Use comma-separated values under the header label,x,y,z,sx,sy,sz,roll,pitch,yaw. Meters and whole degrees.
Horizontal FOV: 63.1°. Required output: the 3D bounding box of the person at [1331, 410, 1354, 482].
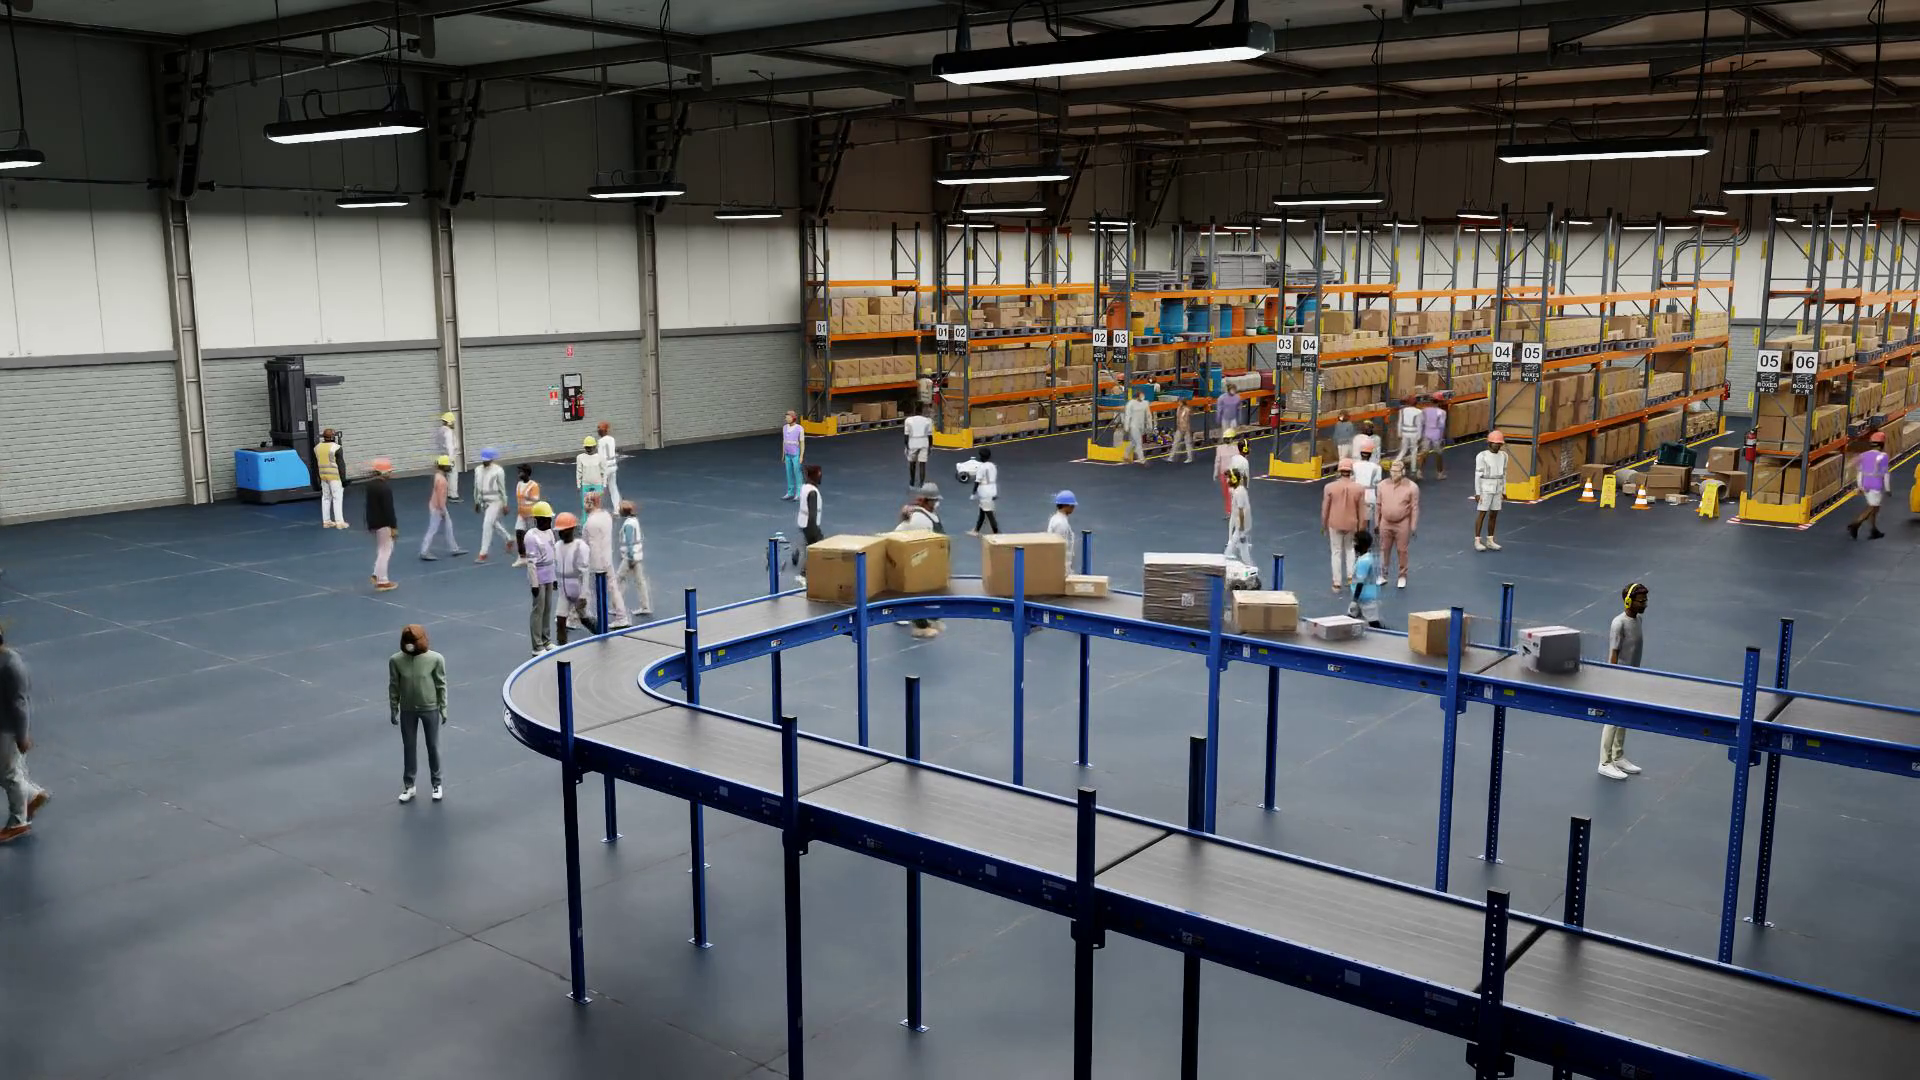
label,x,y,z,sx,sy,sz,roll,pitch,yaw
person,8.379,-2.068,34.551,0.719,1.606,0.525,-6,12,-31

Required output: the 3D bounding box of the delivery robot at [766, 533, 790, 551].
label,x,y,z,sx,sy,sz,roll,pitch,yaw
delivery robot,-2.889,-0.001,25.034,0.335,0.223,0.698,1,10,7

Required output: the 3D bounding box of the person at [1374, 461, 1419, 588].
label,x,y,z,sx,sy,sz,roll,pitch,yaw
person,6.517,-0.240,23.452,0.651,1.906,0.403,6,12,31

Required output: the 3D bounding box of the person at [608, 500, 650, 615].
label,x,y,z,sx,sy,sz,roll,pitch,yaw
person,-4.634,0.252,21.500,0.752,1.615,0.525,0,10,0

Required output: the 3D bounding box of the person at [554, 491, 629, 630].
label,x,y,z,sx,sy,sz,roll,pitch,yaw
person,-4.852,0.276,20.705,0.963,1.867,0.655,2,10,9

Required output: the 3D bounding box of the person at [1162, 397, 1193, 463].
label,x,y,z,sx,sy,sz,roll,pitch,yaw
person,5.300,-2.638,37.775,0.829,1.598,0.536,-5,11,-25

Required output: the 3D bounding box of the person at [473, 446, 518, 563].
label,x,y,z,sx,sy,sz,roll,pitch,yaw
person,-7.640,-0.623,25.638,0.615,1.904,0.927,6,12,29

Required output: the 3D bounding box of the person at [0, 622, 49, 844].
label,x,y,z,sx,sy,sz,roll,pitch,yaw
person,-8.021,1.580,13.150,0.653,1.925,0.482,6,12,31

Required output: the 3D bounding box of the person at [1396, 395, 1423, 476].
label,x,y,z,sx,sy,sz,roll,pitch,yaw
person,10.206,-2.376,35.624,0.580,1.865,0.717,9,14,41

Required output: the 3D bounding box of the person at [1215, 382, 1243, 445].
label,x,y,z,sx,sy,sz,roll,pitch,yaw
person,6.650,-2.938,38.623,0.700,1.912,0.461,-2,10,-10

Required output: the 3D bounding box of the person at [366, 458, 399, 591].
label,x,y,z,sx,sy,sz,roll,pitch,yaw
person,-8.550,-0.233,23.232,0.457,1.971,0.651,-10,14,-43

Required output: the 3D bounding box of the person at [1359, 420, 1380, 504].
label,x,y,z,sx,sy,sz,roll,pitch,yaw
person,8.179,-1.558,31.417,0.495,1.709,0.508,4,11,24

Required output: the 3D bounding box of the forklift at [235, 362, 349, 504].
label,x,y,z,sx,sy,sz,roll,pitch,yaw
forklift,-13.803,-2.244,32.110,1.129,2.768,1.873,8,13,37

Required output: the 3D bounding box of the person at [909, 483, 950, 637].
label,x,y,z,sx,sy,sz,roll,pitch,yaw
person,-0.391,0.268,20.333,0.559,2.000,0.697,3,10,15

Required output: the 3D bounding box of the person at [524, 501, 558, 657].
label,x,y,z,sx,sy,sz,roll,pitch,yaw
person,-5.148,0.476,19.358,0.370,1.929,0.585,2,10,11

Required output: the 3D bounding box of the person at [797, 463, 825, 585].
label,x,y,z,sx,sy,sz,roll,pitch,yaw
person,-2.187,-0.202,23.263,0.447,1.904,0.591,-3,10,-14

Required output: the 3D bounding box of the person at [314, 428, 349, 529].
label,x,y,z,sx,sy,sz,roll,pitch,yaw
person,-11.496,-1.128,28.666,0.629,1.837,0.429,4,11,22

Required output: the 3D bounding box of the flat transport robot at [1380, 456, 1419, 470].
label,x,y,z,sx,sy,sz,roll,pitch,yaw
flat transport robot,10.363,-1.832,37.128,0.652,0.197,1.431,8,13,39

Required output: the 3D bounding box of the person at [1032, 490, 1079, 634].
label,x,y,z,sx,sy,sz,roll,pitch,yaw
person,1.263,0.285,20.517,0.950,1.910,0.606,-1,10,-4

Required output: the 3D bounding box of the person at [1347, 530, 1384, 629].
label,x,y,z,sx,sy,sz,roll,pitch,yaw
person,4.890,0.694,18.915,0.924,1.647,0.537,3,10,15

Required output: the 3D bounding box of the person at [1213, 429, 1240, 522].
label,x,y,z,sx,sy,sz,roll,pitch,yaw
person,5.021,-1.221,29.429,0.525,1.745,0.671,7,13,36

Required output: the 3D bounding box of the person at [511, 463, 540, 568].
label,x,y,z,sx,sy,sz,roll,pitch,yaw
person,-6.878,-0.424,25.195,0.535,1.678,0.778,7,12,36

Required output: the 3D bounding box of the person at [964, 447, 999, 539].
label,x,y,z,sx,sy,sz,roll,pitch,yaw
person,0.374,-0.785,27.218,0.843,1.657,0.553,5,11,25

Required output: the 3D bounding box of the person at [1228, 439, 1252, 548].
label,x,y,z,sx,sy,sz,roll,pitch,yaw
person,4.819,-0.811,26.814,0.330,1.860,0.504,-3,11,-18

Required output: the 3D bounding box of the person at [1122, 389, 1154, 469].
label,x,y,z,sx,sy,sz,roll,pitch,yaw
person,4.203,-2.686,37.328,0.643,1.885,1.052,-7,12,-34

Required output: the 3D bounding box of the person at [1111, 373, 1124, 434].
label,x,y,z,sx,sy,sz,roll,pitch,yaw
person,4.259,-3.443,41.380,0.545,1.942,0.349,8,13,39

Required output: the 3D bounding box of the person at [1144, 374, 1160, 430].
label,x,y,z,sx,sy,sz,roll,pitch,yaw
person,5.561,-3.997,45.364,0.497,1.633,0.284,7,12,34

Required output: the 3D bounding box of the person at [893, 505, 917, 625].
label,x,y,z,sx,sy,sz,roll,pitch,yaw
person,-0.723,0.332,21.045,0.338,1.618,0.519,5,11,24

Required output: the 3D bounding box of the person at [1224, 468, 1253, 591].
label,x,y,z,sx,sy,sz,roll,pitch,yaw
person,4.083,-0.145,23.148,0.718,1.818,0.581,4,11,22

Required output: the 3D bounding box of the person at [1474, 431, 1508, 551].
label,x,y,z,sx,sy,sz,roll,pitch,yaw
person,8.989,-0.834,26.416,0.615,2.038,0.395,-3,11,-18

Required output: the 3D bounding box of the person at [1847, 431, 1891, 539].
label,x,y,z,sx,sy,sz,roll,pitch,yaw
person,15.991,-0.953,27.469,0.829,1.910,0.550,-2,10,-13

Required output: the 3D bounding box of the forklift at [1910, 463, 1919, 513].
label,x,y,z,sx,sy,sz,roll,pitch,yaw
forklift,19.034,-1.348,28.998,2.313,2.155,1.214,8,13,37

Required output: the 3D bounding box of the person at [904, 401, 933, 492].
label,x,y,z,sx,sy,sz,roll,pitch,yaw
person,-0.888,-2.018,33.434,0.610,1.909,1.001,-1,10,-3

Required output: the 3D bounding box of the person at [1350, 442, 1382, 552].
label,x,y,z,sx,sy,sz,roll,pitch,yaw
person,6.712,-0.688,25.981,0.566,1.899,0.896,3,11,17

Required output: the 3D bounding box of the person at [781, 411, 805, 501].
label,x,y,z,sx,sy,sz,roll,pitch,yaw
person,-3.404,-1.726,31.987,0.571,1.841,0.373,8,13,39

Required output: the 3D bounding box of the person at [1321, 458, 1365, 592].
label,x,y,z,sx,sy,sz,roll,pitch,yaw
person,5.668,-0.226,23.199,0.611,1.974,0.564,1,10,5

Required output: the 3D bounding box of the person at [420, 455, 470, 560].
label,x,y,z,sx,sy,sz,roll,pitch,yaw
person,-8.489,-0.533,25.669,0.845,1.712,0.530,-3,11,-17

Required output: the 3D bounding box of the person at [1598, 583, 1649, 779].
label,x,y,z,sx,sy,sz,roll,pitch,yaw
person,6.308,1.318,14.819,0.519,1.865,0.318,-10,14,-44

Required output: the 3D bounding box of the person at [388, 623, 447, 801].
label,x,y,z,sx,sy,sz,roll,pitch,yaw
person,-4.893,1.550,14.145,0.507,1.631,0.276,-1,10,-5

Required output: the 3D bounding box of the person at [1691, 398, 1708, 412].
label,x,y,z,sx,sy,sz,roll,pitch,yaw
person,21.816,-4.204,46.065,0.650,1.795,0.934,-5,11,-24

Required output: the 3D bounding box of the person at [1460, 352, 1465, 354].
label,x,y,z,sx,sy,sz,roll,pitch,yaw
person,16.123,-5.038,50.236,0.615,1.987,0.407,1,10,7

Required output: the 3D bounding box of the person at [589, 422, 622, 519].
label,x,y,z,sx,sy,sz,roll,pitch,yaw
person,-6.819,-1.319,29.668,0.842,1.850,0.598,3,10,16

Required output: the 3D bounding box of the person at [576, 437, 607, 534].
label,x,y,z,sx,sy,sz,roll,pitch,yaw
person,-6.599,-0.981,28.038,0.533,1.760,0.329,-2,10,-9

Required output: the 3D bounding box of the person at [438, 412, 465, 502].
label,x,y,z,sx,sy,sz,roll,pitch,yaw
person,-10.391,-1.689,31.843,0.403,1.821,0.618,-6,12,-30

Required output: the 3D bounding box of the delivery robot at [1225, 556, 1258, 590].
label,x,y,z,sx,sy,sz,roll,pitch,yaw
delivery robot,4.015,0.479,23.061,0.707,0.478,0.477,9,13,40

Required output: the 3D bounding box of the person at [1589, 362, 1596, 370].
label,x,y,z,sx,sy,sz,roll,pitch,yaw
person,19.548,-4.666,48.314,0.547,1.929,0.386,-3,11,-16

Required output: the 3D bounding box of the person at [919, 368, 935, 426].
label,x,y,z,sx,sy,sz,roll,pitch,yaw
person,-1.009,-4.090,45.399,0.789,1.813,0.588,-10,14,-44

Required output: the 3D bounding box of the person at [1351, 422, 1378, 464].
label,x,y,z,sx,sy,sz,roll,pitch,yaw
person,7.761,-1.345,29.921,0.470,1.827,0.632,-3,11,-16

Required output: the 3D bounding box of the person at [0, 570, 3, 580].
label,x,y,z,sx,sy,sz,roll,pitch,yaw
person,-14.648,-0.167,23.237,0.542,1.834,0.541,2,10,9

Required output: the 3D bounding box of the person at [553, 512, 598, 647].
label,x,y,z,sx,sy,sz,roll,pitch,yaw
person,-4.620,0.584,18.839,0.545,1.909,0.912,5,11,24

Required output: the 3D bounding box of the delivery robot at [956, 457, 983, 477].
label,x,y,z,sx,sy,sz,roll,pitch,yaw
delivery robot,0.281,-1.600,34.761,0.707,0.478,0.477,-1,10,-8

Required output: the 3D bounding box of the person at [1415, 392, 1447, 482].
label,x,y,z,sx,sy,sz,roll,pitch,yaw
person,10.502,-2.297,34.784,1.017,2.006,0.628,-9,13,-41
